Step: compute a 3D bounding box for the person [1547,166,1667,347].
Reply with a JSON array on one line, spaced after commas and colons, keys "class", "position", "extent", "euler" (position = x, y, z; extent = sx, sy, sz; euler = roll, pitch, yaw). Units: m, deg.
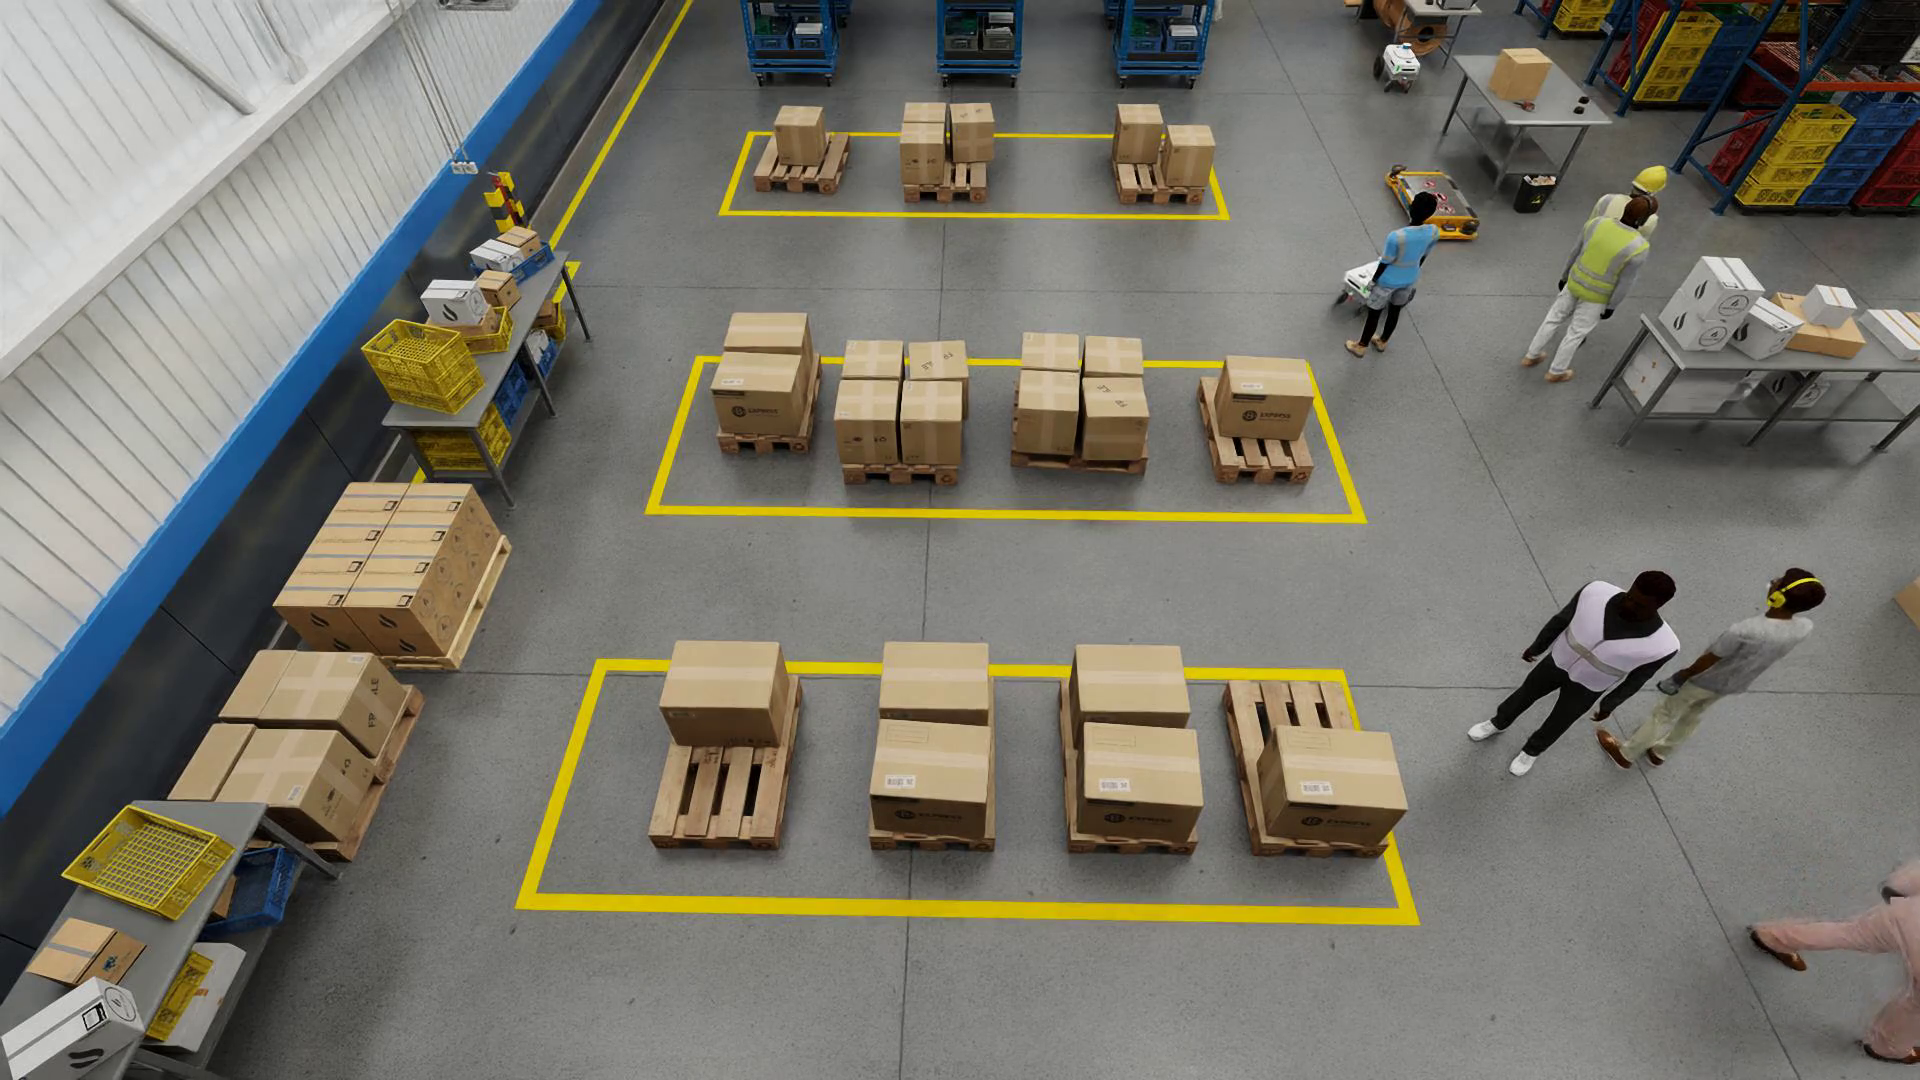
[{"class": "person", "position": [6.210, -2.710, 8.834], "extent": [0.403, 1.835, 0.586], "euler": [-22, 53, -18]}]

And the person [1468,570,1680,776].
[{"class": "person", "position": [3.857, 0.818, 5.725], "extent": [0.383, 1.918, 0.597], "euler": [-26, 54, -21]}]

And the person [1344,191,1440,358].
[{"class": "person", "position": [4.142, -2.499, 8.742], "extent": [0.532, 1.696, 0.319], "euler": [-13, 50, -11]}]

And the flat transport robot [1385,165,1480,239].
[{"class": "flat transport robot", "position": [5.692, -4.094, 11.059], "extent": [0.652, 0.197, 1.431], "euler": [1, 49, 1]}]

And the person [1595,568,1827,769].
[{"class": "person", "position": [4.696, 0.858, 5.737], "extent": [0.517, 1.855, 0.329], "euler": [-5, 49, -5]}]

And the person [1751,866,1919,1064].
[{"class": "person", "position": [5.087, 2.072, 4.681], "extent": [0.706, 1.863, 0.705], "euler": [7, 50, 6]}]

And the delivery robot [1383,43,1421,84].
[{"class": "delivery robot", "position": [6.383, -6.916, 13.255], "extent": [0.477, 0.478, 0.707], "euler": [2, 49, 2]}]

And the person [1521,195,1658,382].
[{"class": "person", "position": [5.841, -2.317, 8.489], "extent": [0.430, 1.843, 0.626], "euler": [-18, 51, -15]}]

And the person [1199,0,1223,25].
[{"class": "person", "position": [4.074, -9.071, 14.486], "extent": [0.520, 1.613, 0.542], "euler": [12, 50, 11]}]
